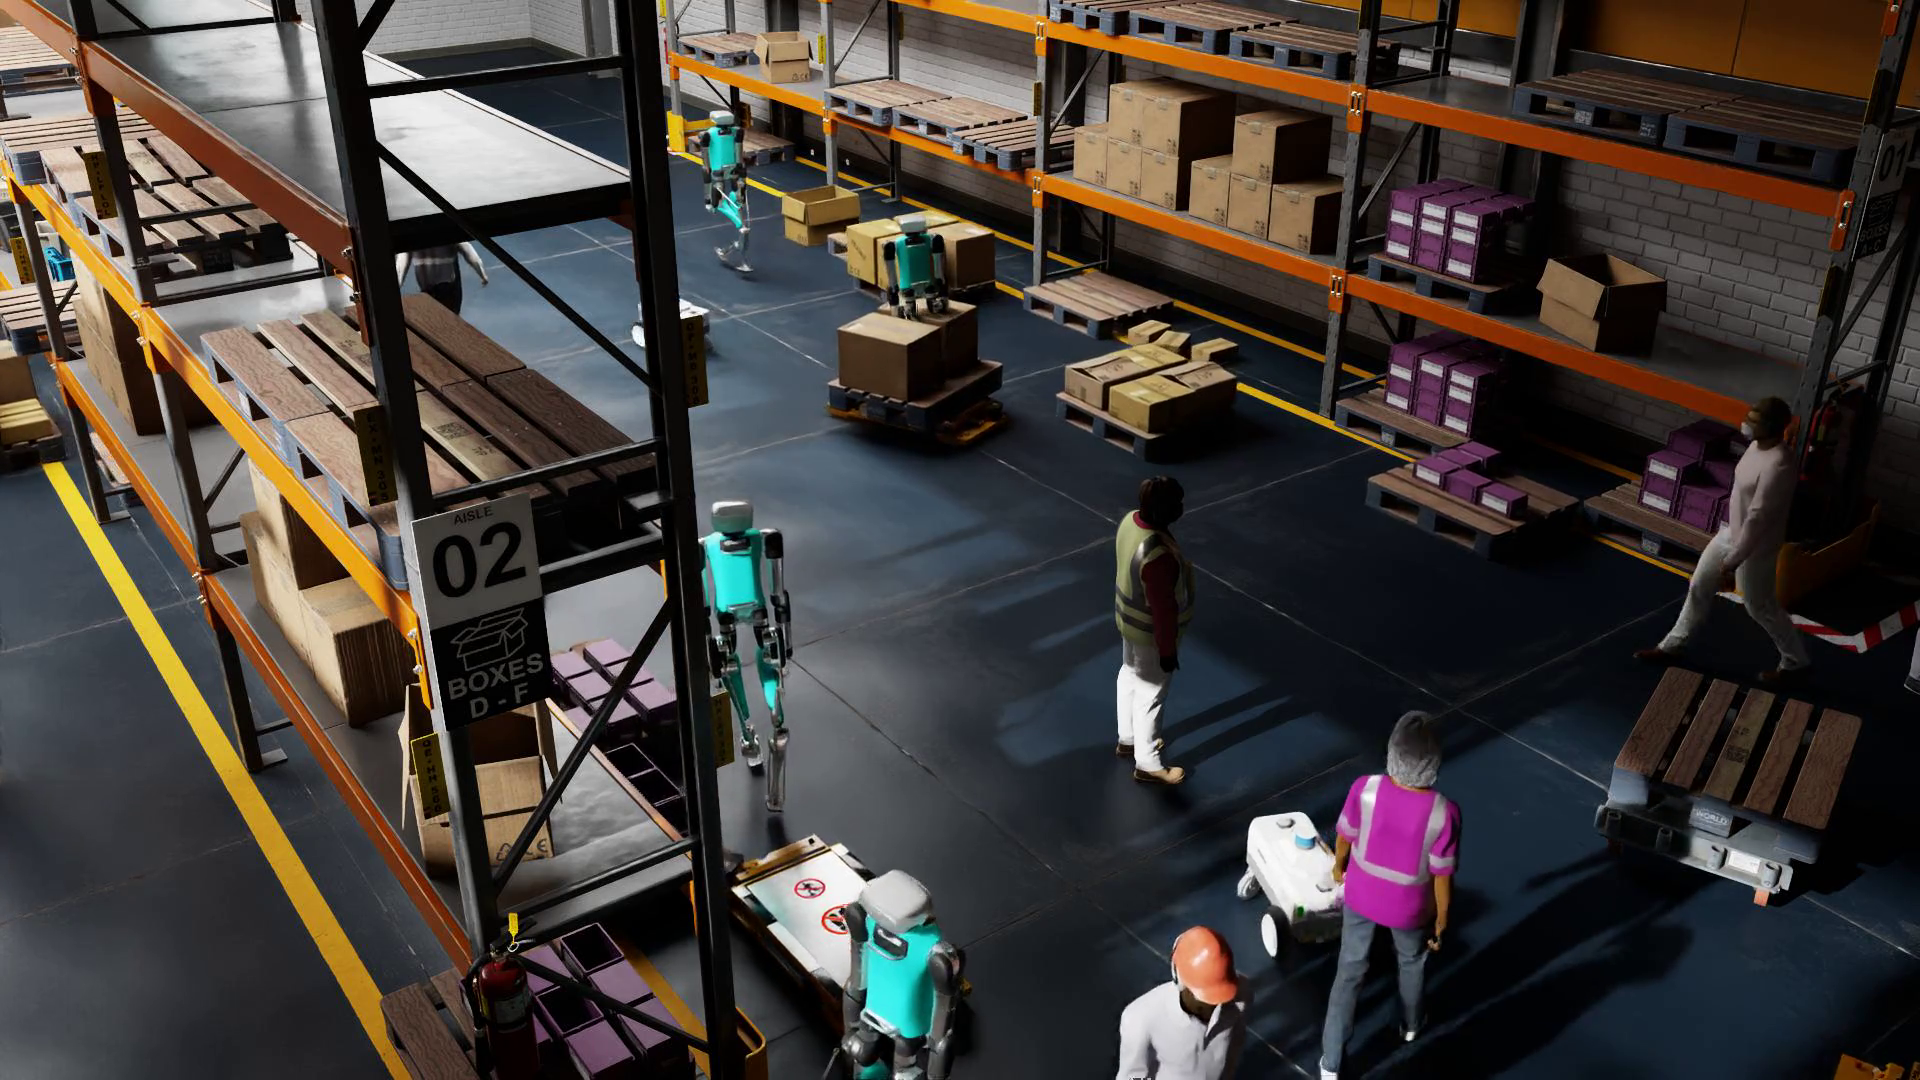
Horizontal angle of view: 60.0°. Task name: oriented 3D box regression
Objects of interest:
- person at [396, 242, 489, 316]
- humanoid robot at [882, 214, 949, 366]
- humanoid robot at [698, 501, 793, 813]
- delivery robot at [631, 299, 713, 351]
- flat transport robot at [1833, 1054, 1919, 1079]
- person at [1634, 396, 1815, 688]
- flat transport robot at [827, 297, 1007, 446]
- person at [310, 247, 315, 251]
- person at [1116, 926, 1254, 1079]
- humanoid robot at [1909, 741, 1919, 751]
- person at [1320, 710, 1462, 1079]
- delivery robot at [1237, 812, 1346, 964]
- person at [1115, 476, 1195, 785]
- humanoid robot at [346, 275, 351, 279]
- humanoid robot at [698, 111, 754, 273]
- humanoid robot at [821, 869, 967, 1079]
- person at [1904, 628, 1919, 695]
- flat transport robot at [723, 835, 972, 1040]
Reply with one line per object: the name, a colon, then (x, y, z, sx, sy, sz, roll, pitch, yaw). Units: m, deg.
person: (-4.725, -2.393, 15.143, 0.795, 1.704, 0.929, -2, 27, -3)
humanoid robot: (-0.282, -1.770, 13.879, 0.556, 1.767, 0.820, -9, 28, -18)
humanoid robot: (-1.122, 0.723, 8.965, 0.541, 1.761, 1.034, -7, 28, -14)
delivery robot: (-2.712, -2.069, 15.770, 0.774, 0.581, 0.499, 19, 33, 33)
flat transport robot: (4.331, 2.598, 6.820, 1.431, 0.231, 0.659, 18, 32, 32)
person: (4.863, 0.022, 10.144, 1.013, 1.894, 0.631, 5, 27, 9)
flat transport robot: (-0.371, -1.123, 14.221, 1.431, 0.231, 0.659, 16, 31, 29)
person: (-5.441, -1.969, 14.307, 0.790, 1.697, 0.563, 6, 27, 12)
person: (0.822, 2.098, 6.216, 0.582, 1.722, 0.832, -11, 29, -21)
humanoid robot: (5.830, 0.509, 9.427, 0.396, 1.651, 0.615, 19, 32, 33)
person: (1.844, 1.544, 7.207, 0.572, 1.824, 0.789, 12, 29, 23)
delivery robot: (1.693, 1.706, 8.268, 0.522, 0.589, 0.760, -5, 27, -11)
person: (1.078, 0.491, 9.261, 0.429, 1.844, 0.626, -6, 27, -12)
humanoid robot: (-6.351, -3.156, 16.732, 0.610, 1.645, 0.609, -16, 31, -29)
humanoid robot: (-2.380, -3.616, 17.552, 0.546, 1.736, 1.043, -21, 33, -35)
humanoid robot: (-0.357, 2.128, 6.186, 0.531, 1.847, 0.713, 22, 34, 36)
person: (6.086, 0.041, 10.031, 0.417, 1.955, 0.489, 23, 35, 38)
flat transport robot: (-0.621, 1.913, 8.181, 0.659, 0.231, 1.431, -18, 32, -31)
